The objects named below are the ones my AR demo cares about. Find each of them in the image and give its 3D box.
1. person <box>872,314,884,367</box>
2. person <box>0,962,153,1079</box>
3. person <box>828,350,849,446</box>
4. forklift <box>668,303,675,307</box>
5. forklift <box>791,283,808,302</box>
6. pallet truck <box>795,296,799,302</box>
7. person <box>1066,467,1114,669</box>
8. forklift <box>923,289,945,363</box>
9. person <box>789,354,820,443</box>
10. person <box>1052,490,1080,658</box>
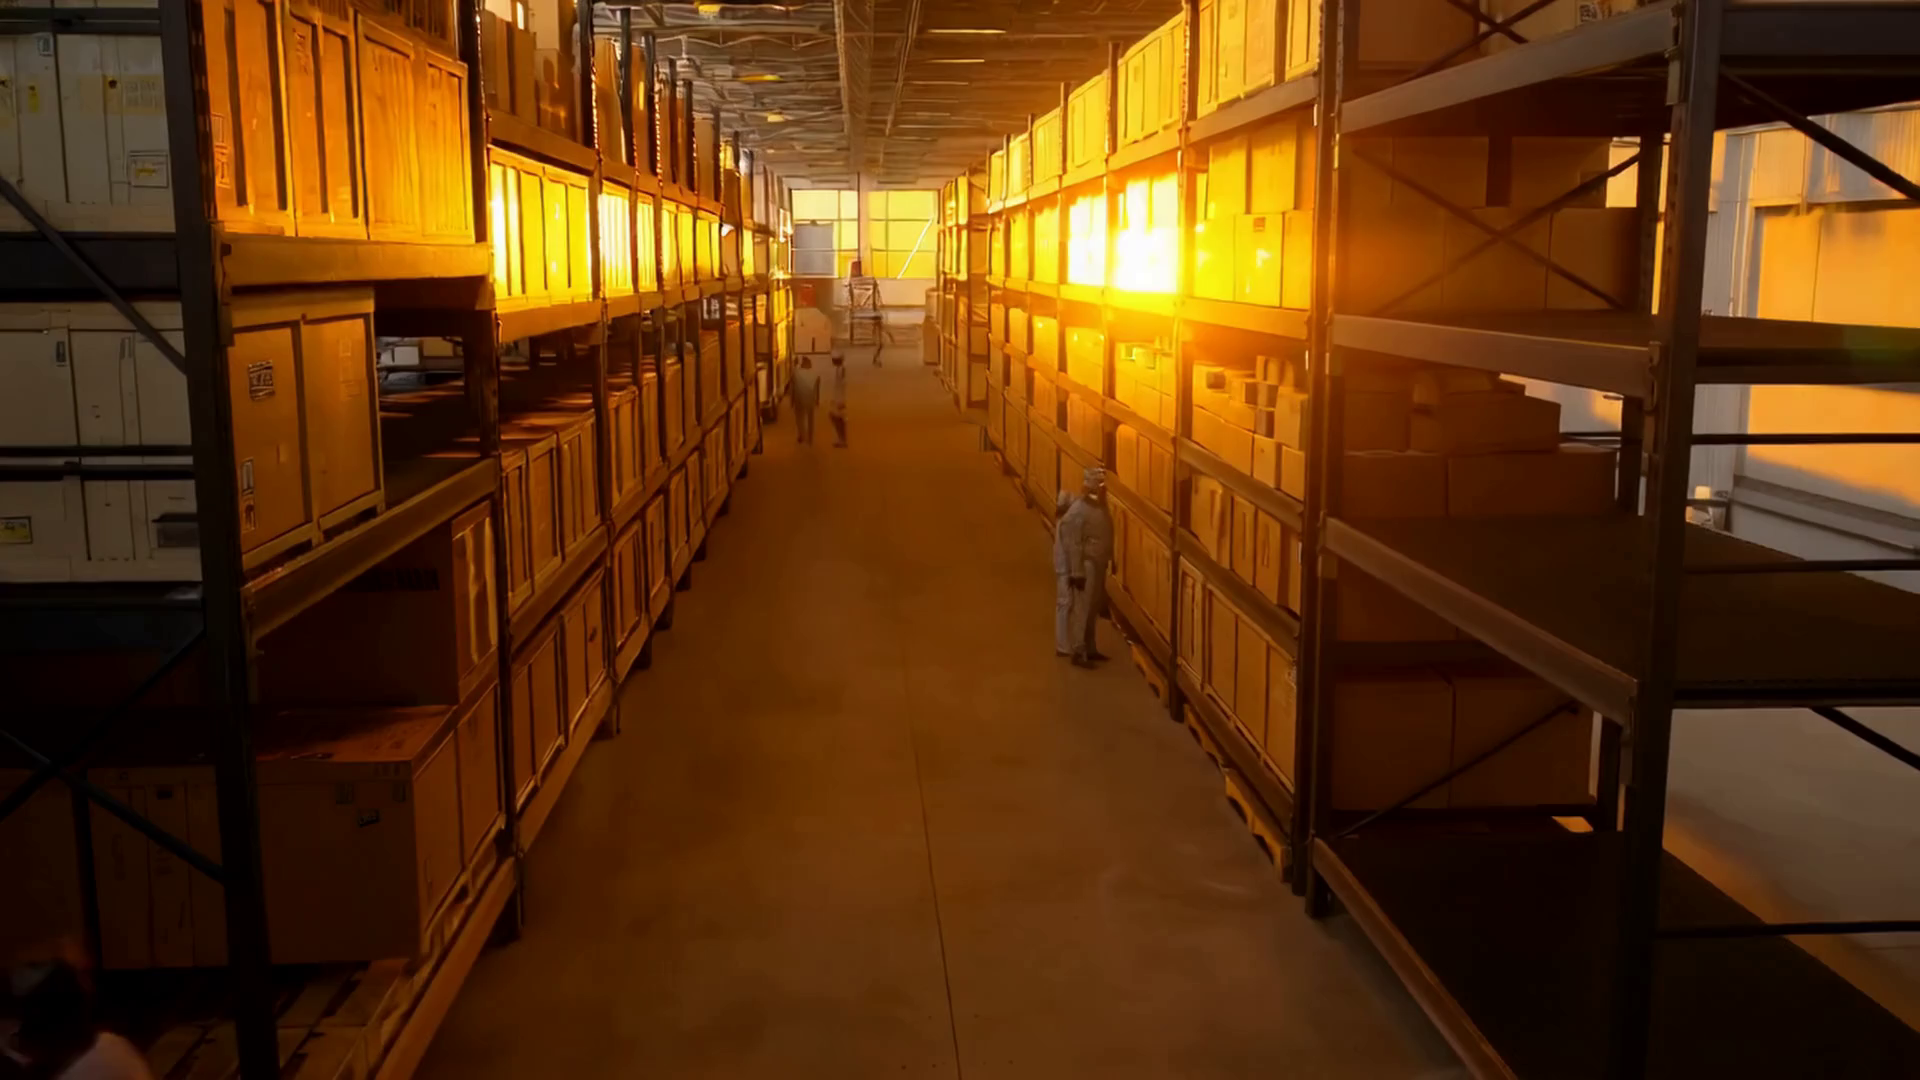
[{"bbox_3d":[-2.975,-7.267,60.704,0.479,1.923,0.556,5,11,26],"label":"person"},{"bbox_3d":[-2.530,2.119,4.786,1.058,1.872,0.629,-2,10,-12],"label":"person"},{"bbox_3d":[-2.529,-2.940,34.582,0.456,2.026,0.617,0,10,-3],"label":"person"},{"bbox_3d":[-11.138,-8.438,64.870,1.873,2.768,1.129,-1,10,-4],"label":"forklift"},{"bbox_3d":[-7.751,-10.953,79.894,1.129,2.768,1.873,-4,10,-22],"label":"forklift"},{"bbox_3d":[-8.622,-12.439,91.403,1.885,1.965,0.823,2,10,13],"label":"pallet truck"},{"bbox_3d":[1.265,0.255,15.858,0.400,1.905,0.643,5,11,29],"label":"person"},{"bbox_3d":[-0.818,-8.143,63.109,1.129,2.768,1.873,-1,10,-3],"label":"forklift"},{"bbox_3d":[-3.311,-2.980,35.218,0.707,1.905,0.438,-6,11,-33],"label":"person"},{"bbox_3d":[1.052,0.328,16.205,0.308,1.641,0.514,0,10,-1],"label":"person"}]
